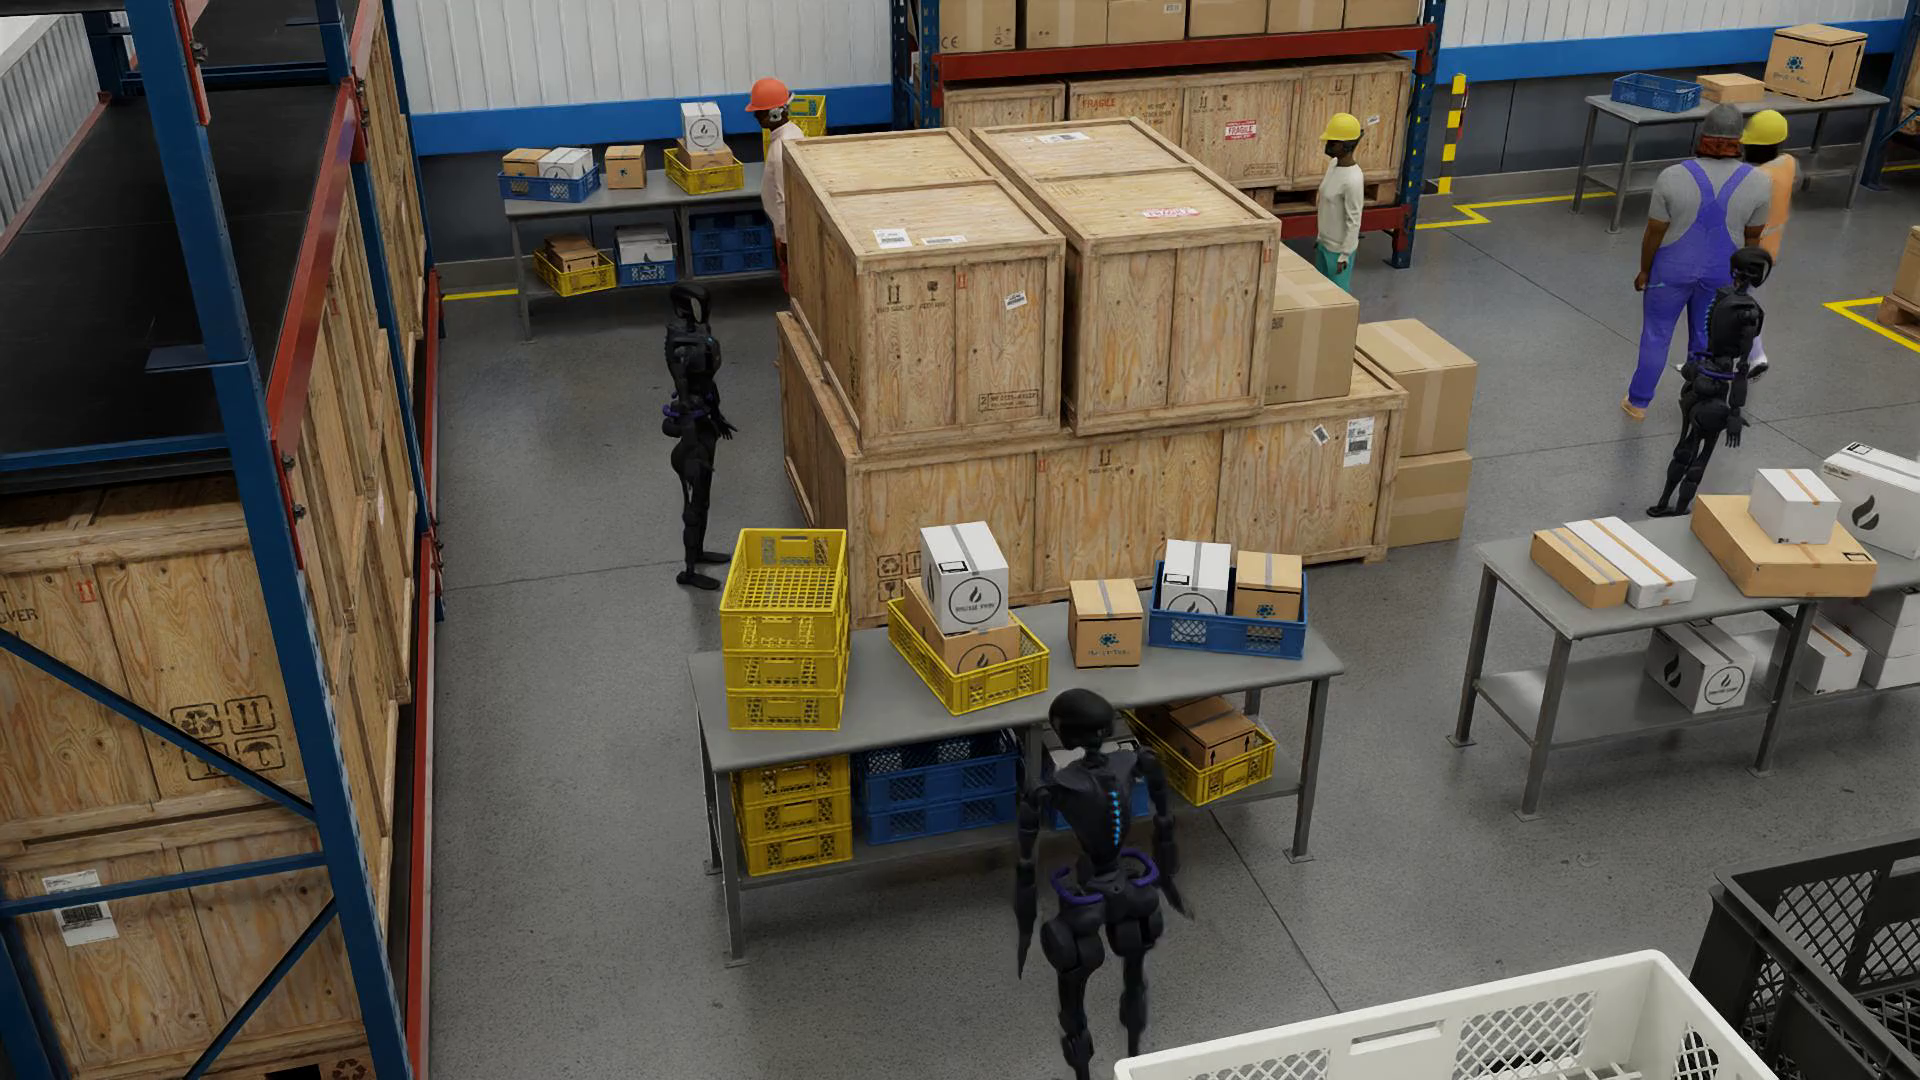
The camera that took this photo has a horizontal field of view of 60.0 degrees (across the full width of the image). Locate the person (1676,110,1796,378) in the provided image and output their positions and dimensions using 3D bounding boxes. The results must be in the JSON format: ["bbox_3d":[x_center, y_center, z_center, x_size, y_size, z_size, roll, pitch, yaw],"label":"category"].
[{"bbox_3d":[5.150,-1.882,10.860,0.650,1.882,0.573,-22,36,-34],"label":"person"}]

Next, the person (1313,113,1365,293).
[{"bbox_3d":[2.492,-1.974,11.146,0.318,1.767,0.533,-3,29,-6],"label":"person"}]

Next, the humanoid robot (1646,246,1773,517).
[{"bbox_3d":[4.132,-0.807,9.119,0.332,1.651,0.578,2,29,4],"label":"humanoid robot"}]

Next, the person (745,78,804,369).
[{"bbox_3d":[-1.183,-2.115,11.194,0.430,1.977,0.607,0,29,0],"label":"person"}]

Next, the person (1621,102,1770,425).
[{"bbox_3d":[4.574,-1.719,10.402,0.687,2.000,0.536,5,29,10],"label":"person"}]

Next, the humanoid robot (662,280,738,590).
[{"bbox_3d":[-1.365,-0.563,8.664,0.323,1.657,0.601,3,29,6],"label":"humanoid robot"}]

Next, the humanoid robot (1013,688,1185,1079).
[{"bbox_3d":[0.477,1.206,5.470,0.636,1.643,0.364,-12,31,-21],"label":"humanoid robot"}]
